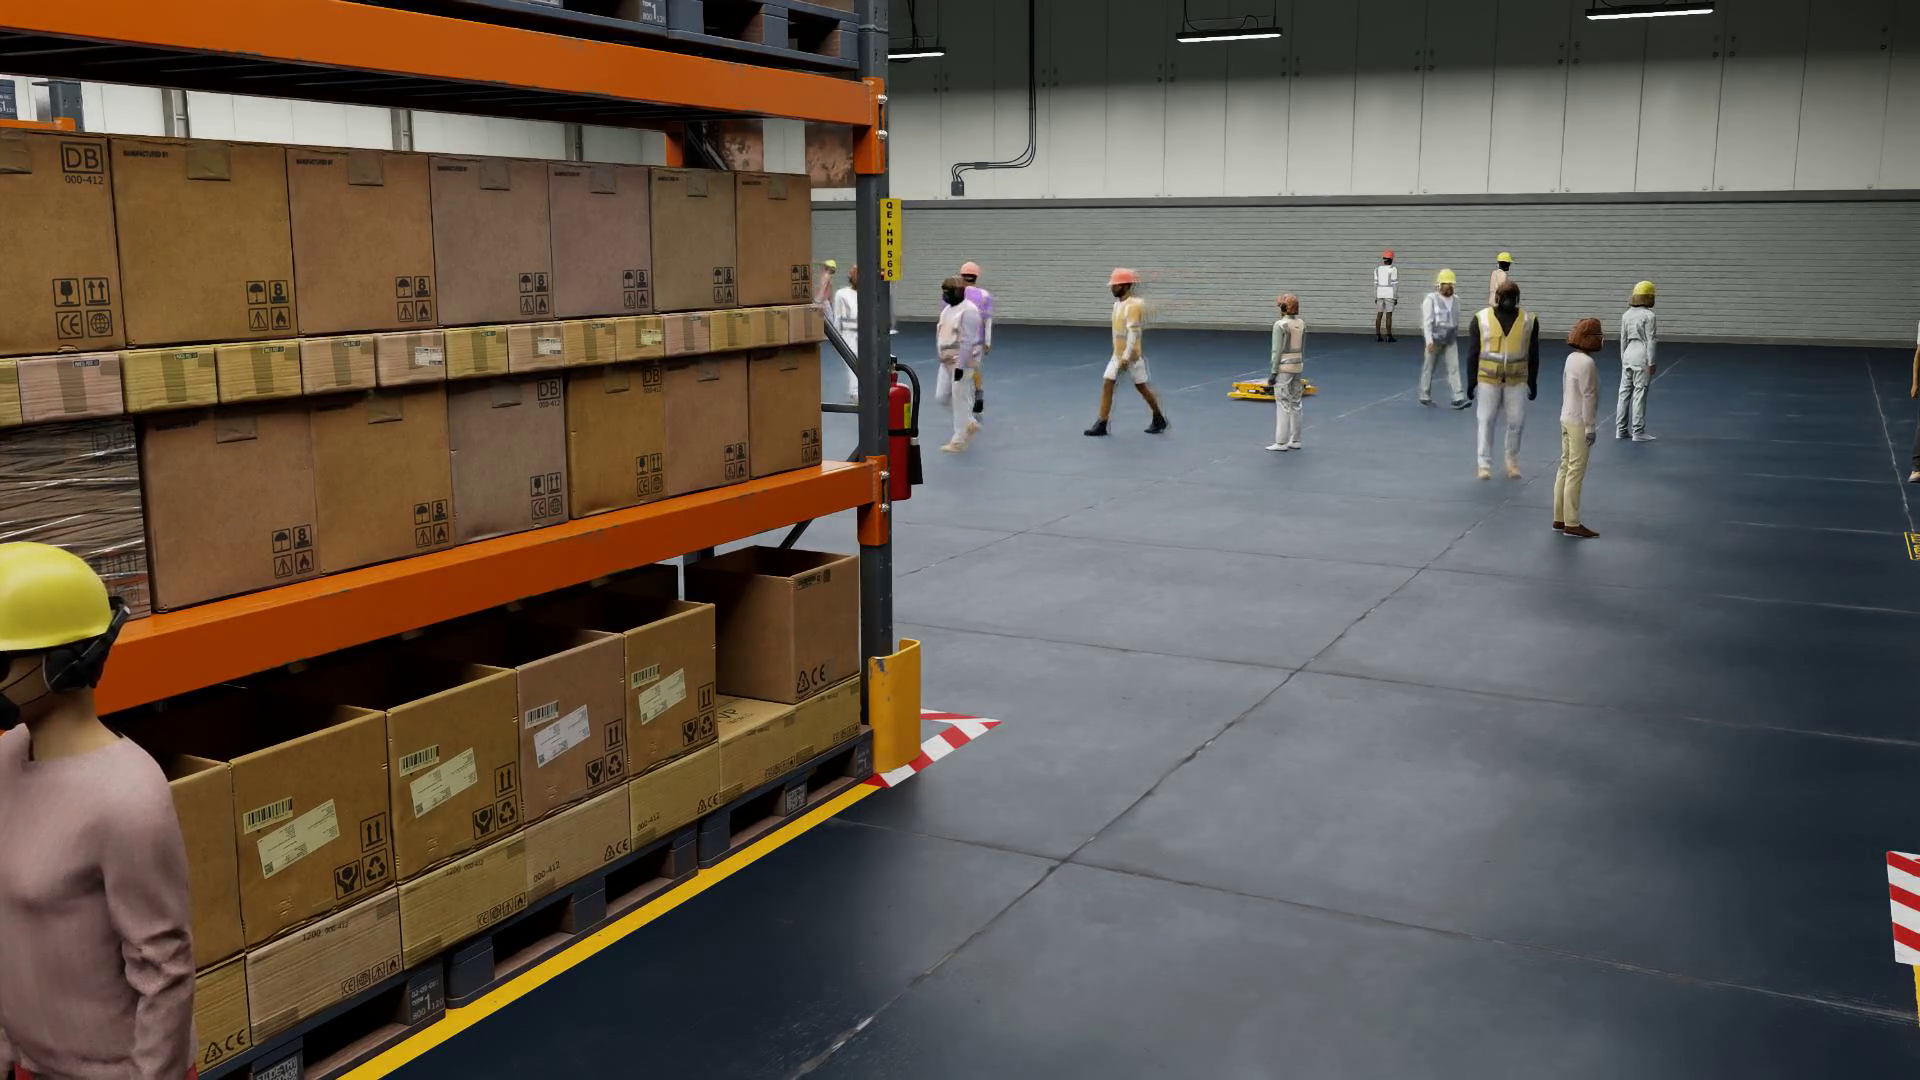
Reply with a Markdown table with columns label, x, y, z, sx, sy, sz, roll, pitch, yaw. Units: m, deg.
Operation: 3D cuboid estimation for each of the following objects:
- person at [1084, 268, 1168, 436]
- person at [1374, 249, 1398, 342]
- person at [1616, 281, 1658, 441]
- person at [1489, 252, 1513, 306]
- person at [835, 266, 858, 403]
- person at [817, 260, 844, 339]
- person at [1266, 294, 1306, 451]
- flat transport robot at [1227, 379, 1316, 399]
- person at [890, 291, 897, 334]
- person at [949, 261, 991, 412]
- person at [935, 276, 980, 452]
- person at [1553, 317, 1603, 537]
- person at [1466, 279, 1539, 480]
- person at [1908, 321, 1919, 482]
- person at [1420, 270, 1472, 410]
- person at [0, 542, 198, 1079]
| label | x | y | z | sx | sy | sz | roll | pitch | yaw |
| --- | --- | --- | --- | --- | --- | --- | --- | --- | --- |
| person | 1.911 | -2.110 | 18.702 | 1.026 | 1.887 | 0.542 | -6 | 12 | -28 |
| person | 8.975 | -5.132 | 35.008 | 0.360 | 1.939 | 0.543 | -10 | 14 | -44 |
| person | 7.451 | -1.961 | 18.247 | 0.293 | 1.745 | 0.486 | -4 | 11 | -21 |
| person | 10.087 | -4.400 | 31.048 | 0.384 | 1.924 | 0.594 | 0 | 10 | 0 |
| person | -1.320 | -2.685 | 21.941 | 0.603 | 1.828 | 0.987 | -4 | 11 | -21 |
| person | -2.838 | -5.078 | 35.339 | 0.879 | 1.693 | 0.536 | -2 | 11 | -13 |
| person | 3.414 | -1.743 | 17.348 | 0.520 | 1.636 | 0.310 | -10 | 14 | -44 |
| flat transport robot | 4.336 | -2.108 | 23.067 | 0.652 | 0.197 | 1.431 | 8 | 13 | 36 |
| person | -1.843 | -5.571 | 37.562 | 1.014 | 1.872 | 0.597 | -7 | 13 | -35 |
| person | 0.090 | -2.504 | 20.758 | 0.567 | 1.919 | 0.433 | -4 | 11 | -19 |
| person | -0.014 | -1.818 | 17.264 | 0.478 | 1.824 | 0.627 | -6 | 12 | -30 |
| person | 4.650 | -0.846 | 12.464 | 0.279 | 1.634 | 0.498 | 1 | 10 | 3 |
| person | 4.993 | -1.474 | 15.330 | 0.643 | 1.841 | 0.429 | 2 | 11 | 12 |
| person | 8.908 | -1.425 | 15.047 | 0.514 | 1.844 | 0.333 | 5 | 11 | 24 |
| person | 6.246 | -2.565 | 21.410 | 0.614 | 1.789 | 0.893 | -3 | 11 | -18 |
| person | -1.440 | 0.873 | 2.735 | 0.525 | 1.769 | 0.316 | 7 | 13 | 35 |
